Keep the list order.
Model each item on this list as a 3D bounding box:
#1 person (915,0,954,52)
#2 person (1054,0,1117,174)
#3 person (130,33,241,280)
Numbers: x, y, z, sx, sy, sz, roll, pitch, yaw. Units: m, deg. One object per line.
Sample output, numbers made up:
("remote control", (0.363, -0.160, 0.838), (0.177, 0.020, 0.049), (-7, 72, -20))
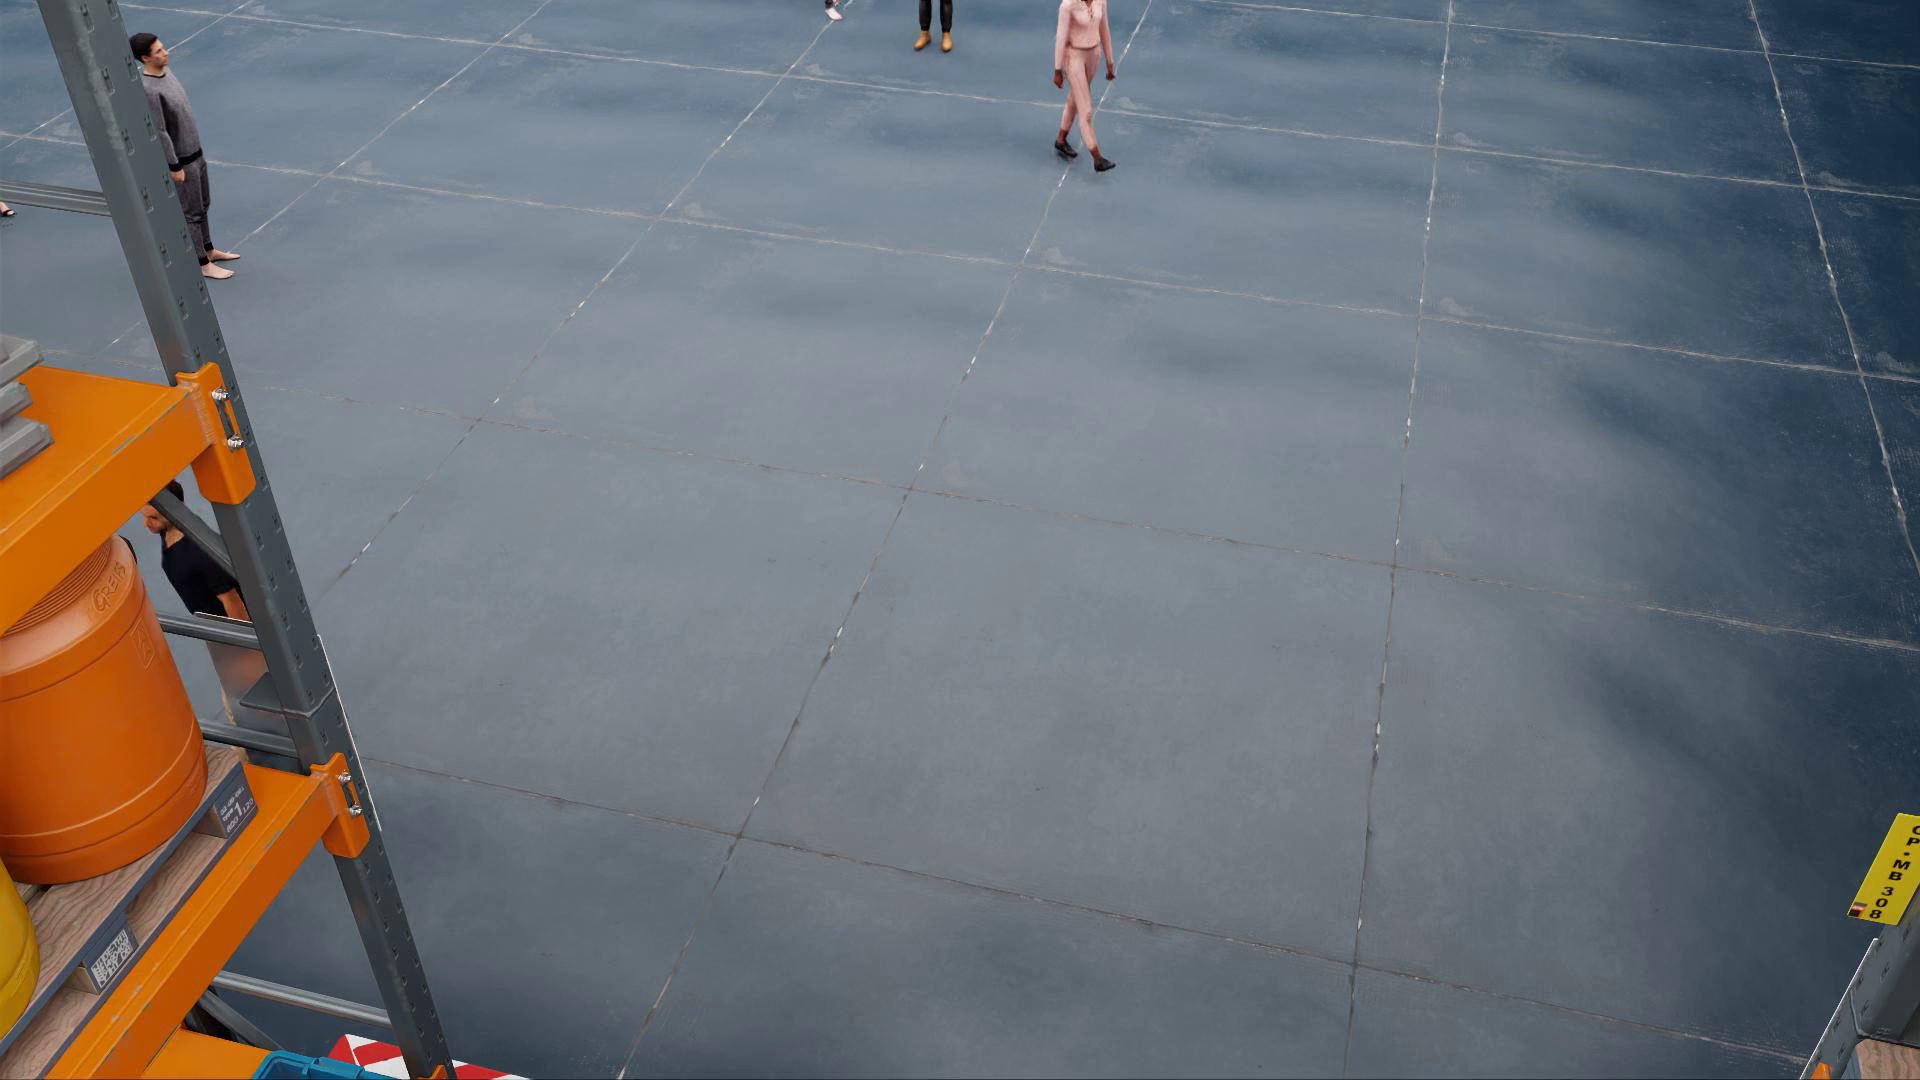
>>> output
("person", (-0.227, -5.518, 15.724), (0.675, 1.726, 0.642), (5, 38, 7))
("person", (0.938, -3.927, 13.720), (1.097, 1.690, 1.085), (-26, 45, -30))
("person", (-5.717, -2.833, 12.197), (0.824, 1.843, 0.638), (-5, 38, -6))
